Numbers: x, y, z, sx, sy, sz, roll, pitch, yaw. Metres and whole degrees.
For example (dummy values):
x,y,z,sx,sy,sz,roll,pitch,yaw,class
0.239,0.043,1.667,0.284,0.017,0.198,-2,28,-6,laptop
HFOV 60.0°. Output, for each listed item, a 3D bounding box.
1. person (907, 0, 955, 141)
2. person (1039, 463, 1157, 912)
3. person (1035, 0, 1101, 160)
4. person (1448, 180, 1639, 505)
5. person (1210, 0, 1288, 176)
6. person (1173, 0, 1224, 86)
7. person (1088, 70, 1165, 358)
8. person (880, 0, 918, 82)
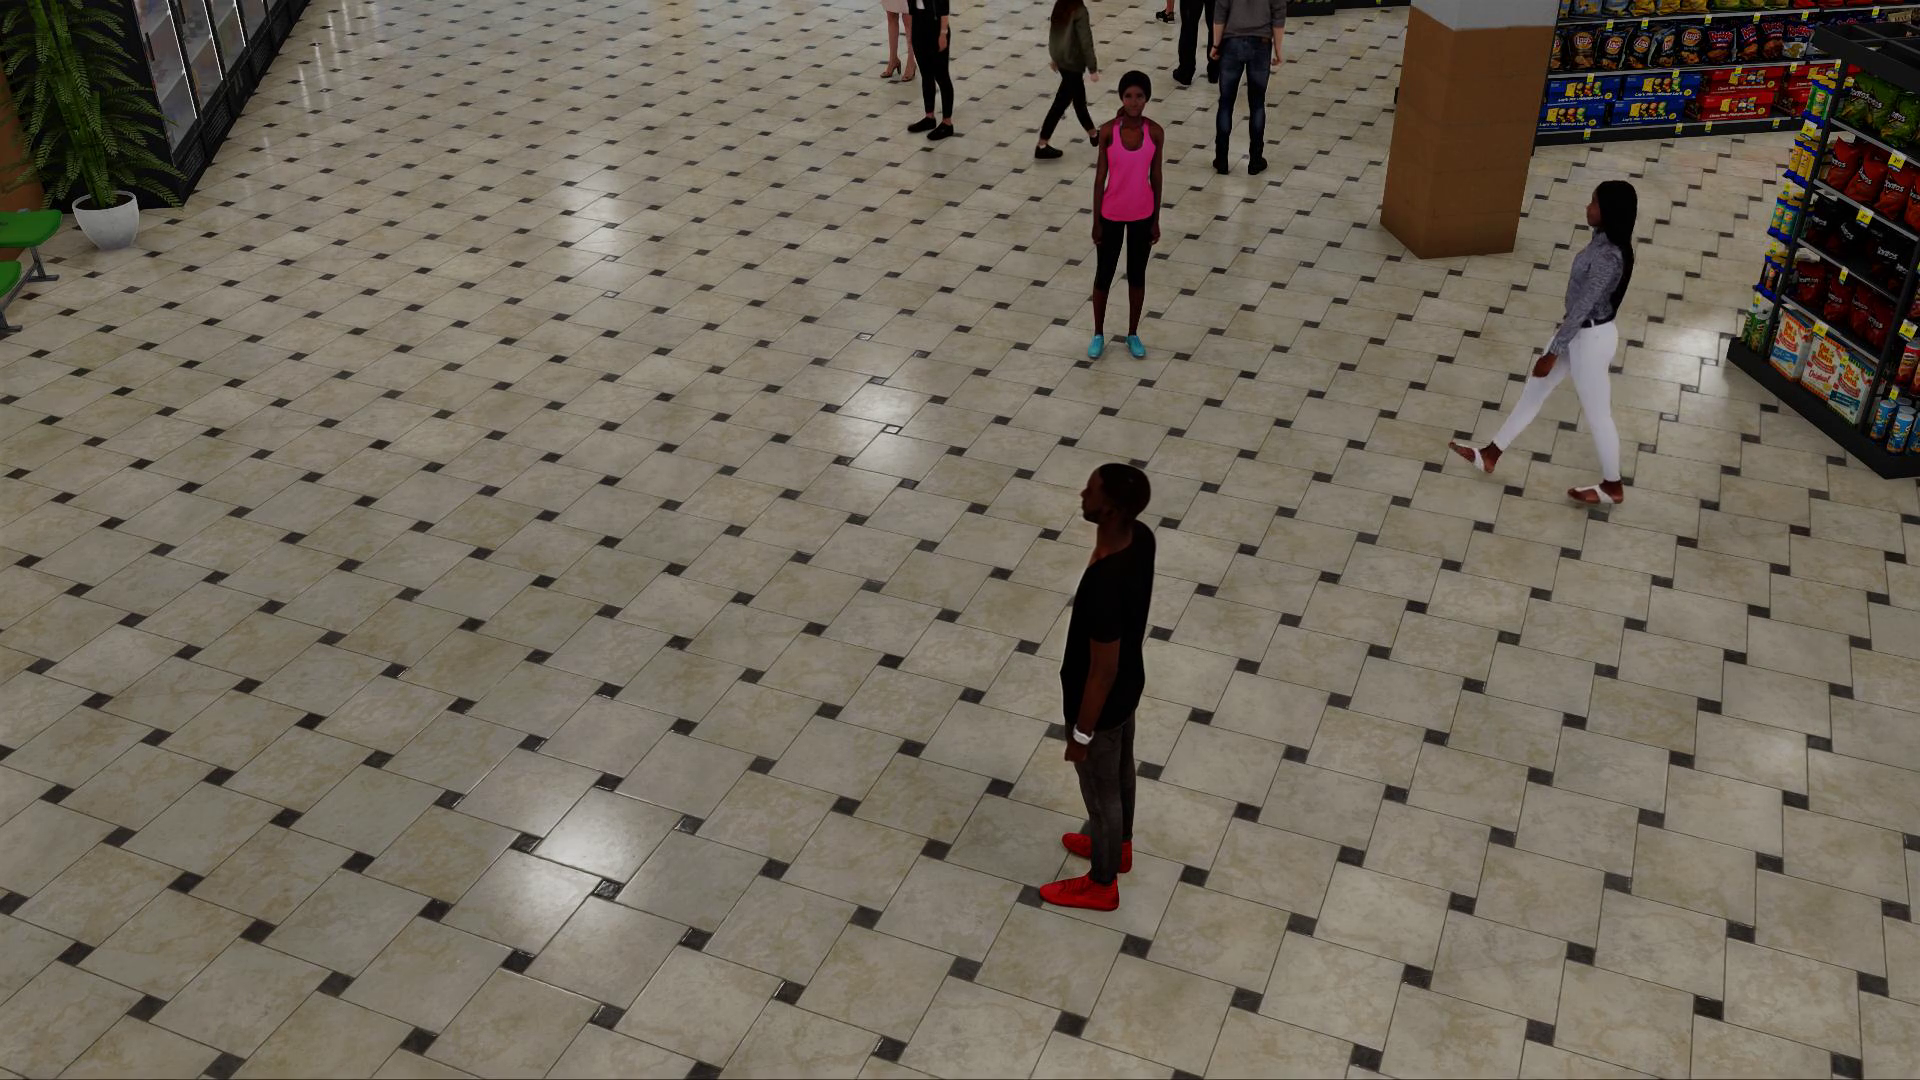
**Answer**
x,y,z,sx,sy,sz,roll,pitch,yaw,class
-0.217,-4.096,13.304,0.686,1.712,0.673,-25,40,-34,person
0.515,0.524,5.791,0.706,1.805,0.713,11,33,17,person
0.790,-3.637,12.828,1.025,1.435,0.745,-12,34,-18,person
3.179,-0.915,8.222,1.216,1.680,0.992,10,33,16,person
2.152,-3.708,12.500,0.645,1.903,0.829,6,32,9,person
2.126,-4.922,14.513,0.492,1.838,0.780,-5,32,-7,person
0.974,-1.901,9.766,0.535,1.722,0.655,0,32,0,person
-0.537,-4.938,14.635,0.680,1.736,0.744,19,37,28,person
